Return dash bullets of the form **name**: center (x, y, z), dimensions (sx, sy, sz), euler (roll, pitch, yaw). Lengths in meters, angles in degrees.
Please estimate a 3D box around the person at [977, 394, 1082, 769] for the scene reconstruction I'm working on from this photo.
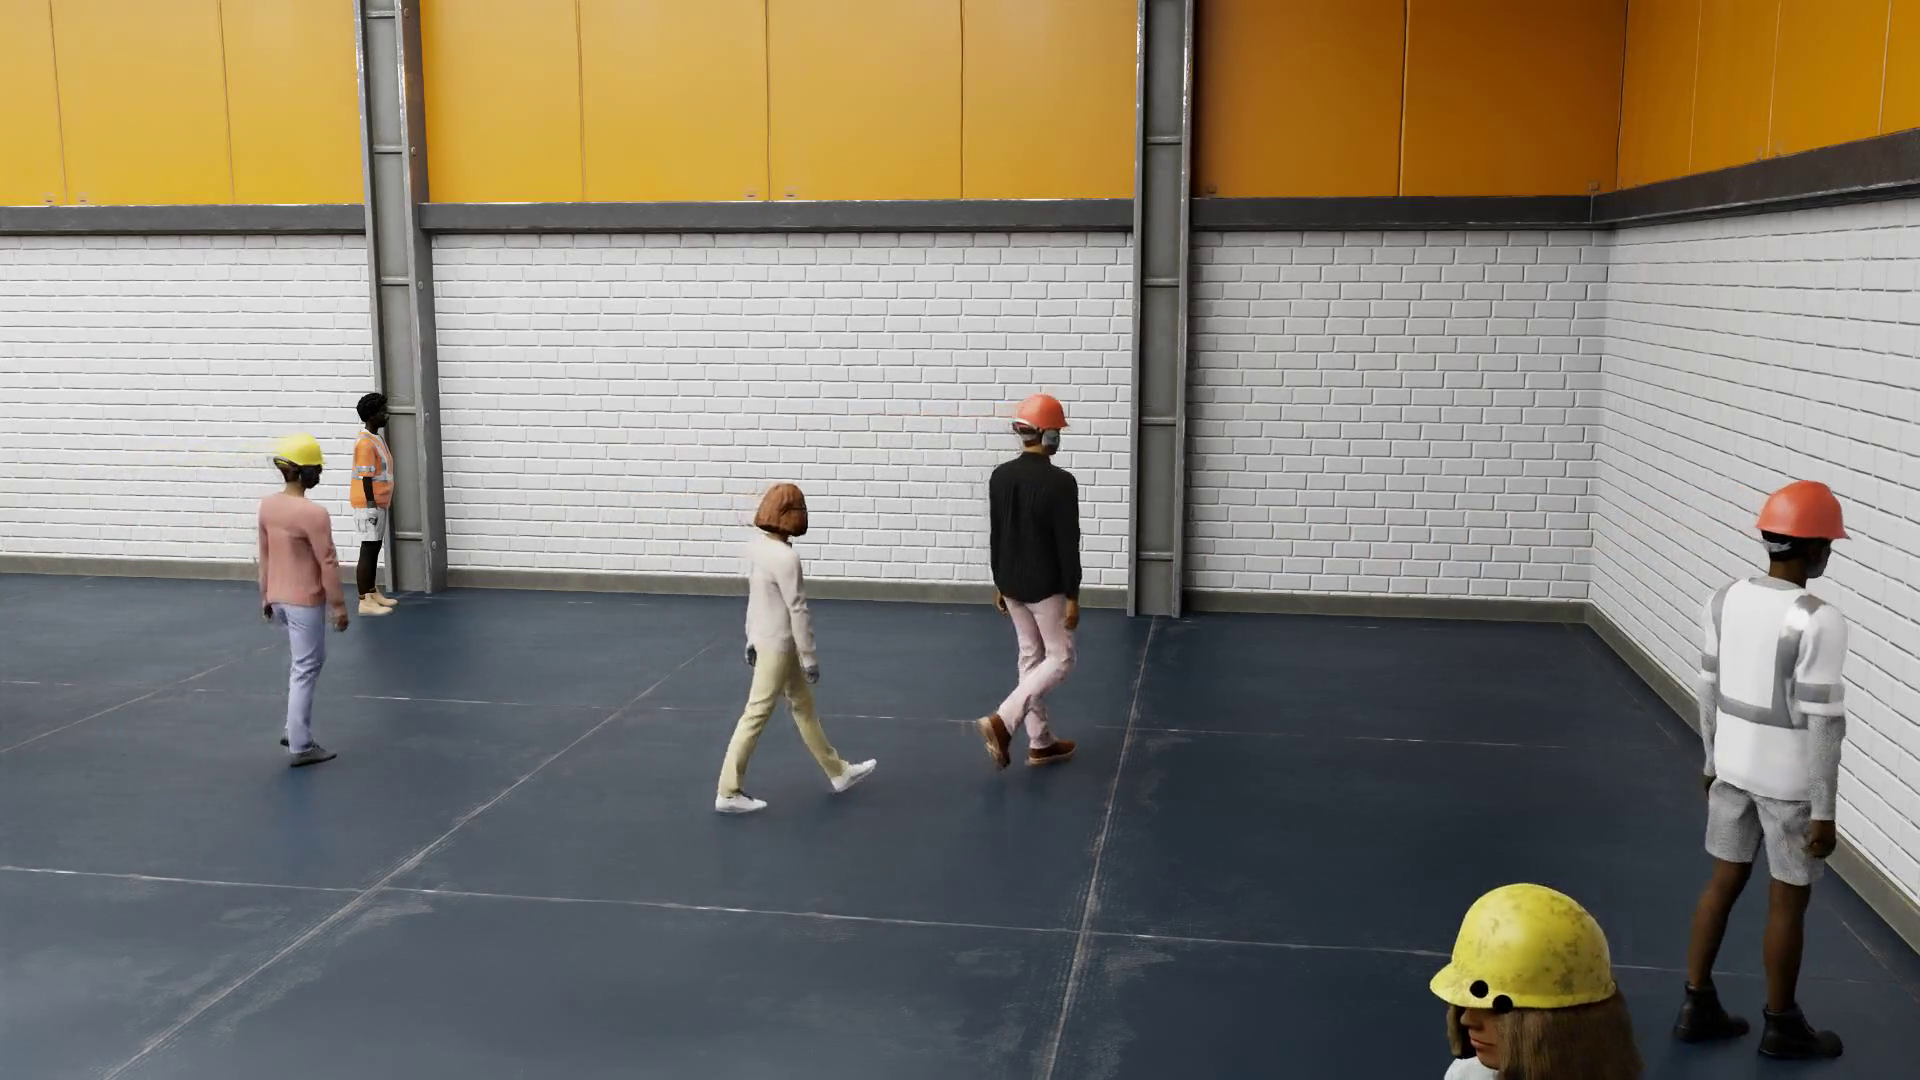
- **person**: center (0.358, 0.236, 8.581), dimensions (0.667, 1.978, 0.634), euler (-8, 12, -41)

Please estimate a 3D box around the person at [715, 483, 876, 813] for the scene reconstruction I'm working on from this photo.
- **person**: center (-0.809, 0.516, 8.028), dimensions (0.865, 1.584, 0.523), euler (-4, 10, -21)

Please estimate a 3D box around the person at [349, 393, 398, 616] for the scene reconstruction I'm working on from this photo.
- **person**: center (-4.457, -0.274, 12.627), dimensions (0.322, 1.691, 0.532), euler (-2, 9, -11)

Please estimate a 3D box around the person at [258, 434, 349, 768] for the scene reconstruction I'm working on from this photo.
- **person**: center (-3.432, 0.319, 8.744), dimensions (0.554, 1.748, 0.407), euler (6, 11, 35)

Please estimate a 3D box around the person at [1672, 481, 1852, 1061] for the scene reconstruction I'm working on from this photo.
- **person**: center (2.682, 0.763, 5.494), dimensions (0.413, 1.938, 0.552), euler (-3, 10, -18)

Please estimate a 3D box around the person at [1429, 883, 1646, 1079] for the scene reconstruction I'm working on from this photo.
- **person**: center (0.884, 1.346, 2.500), dimensions (0.436, 1.735, 0.485), euler (-2, 9, -13)
